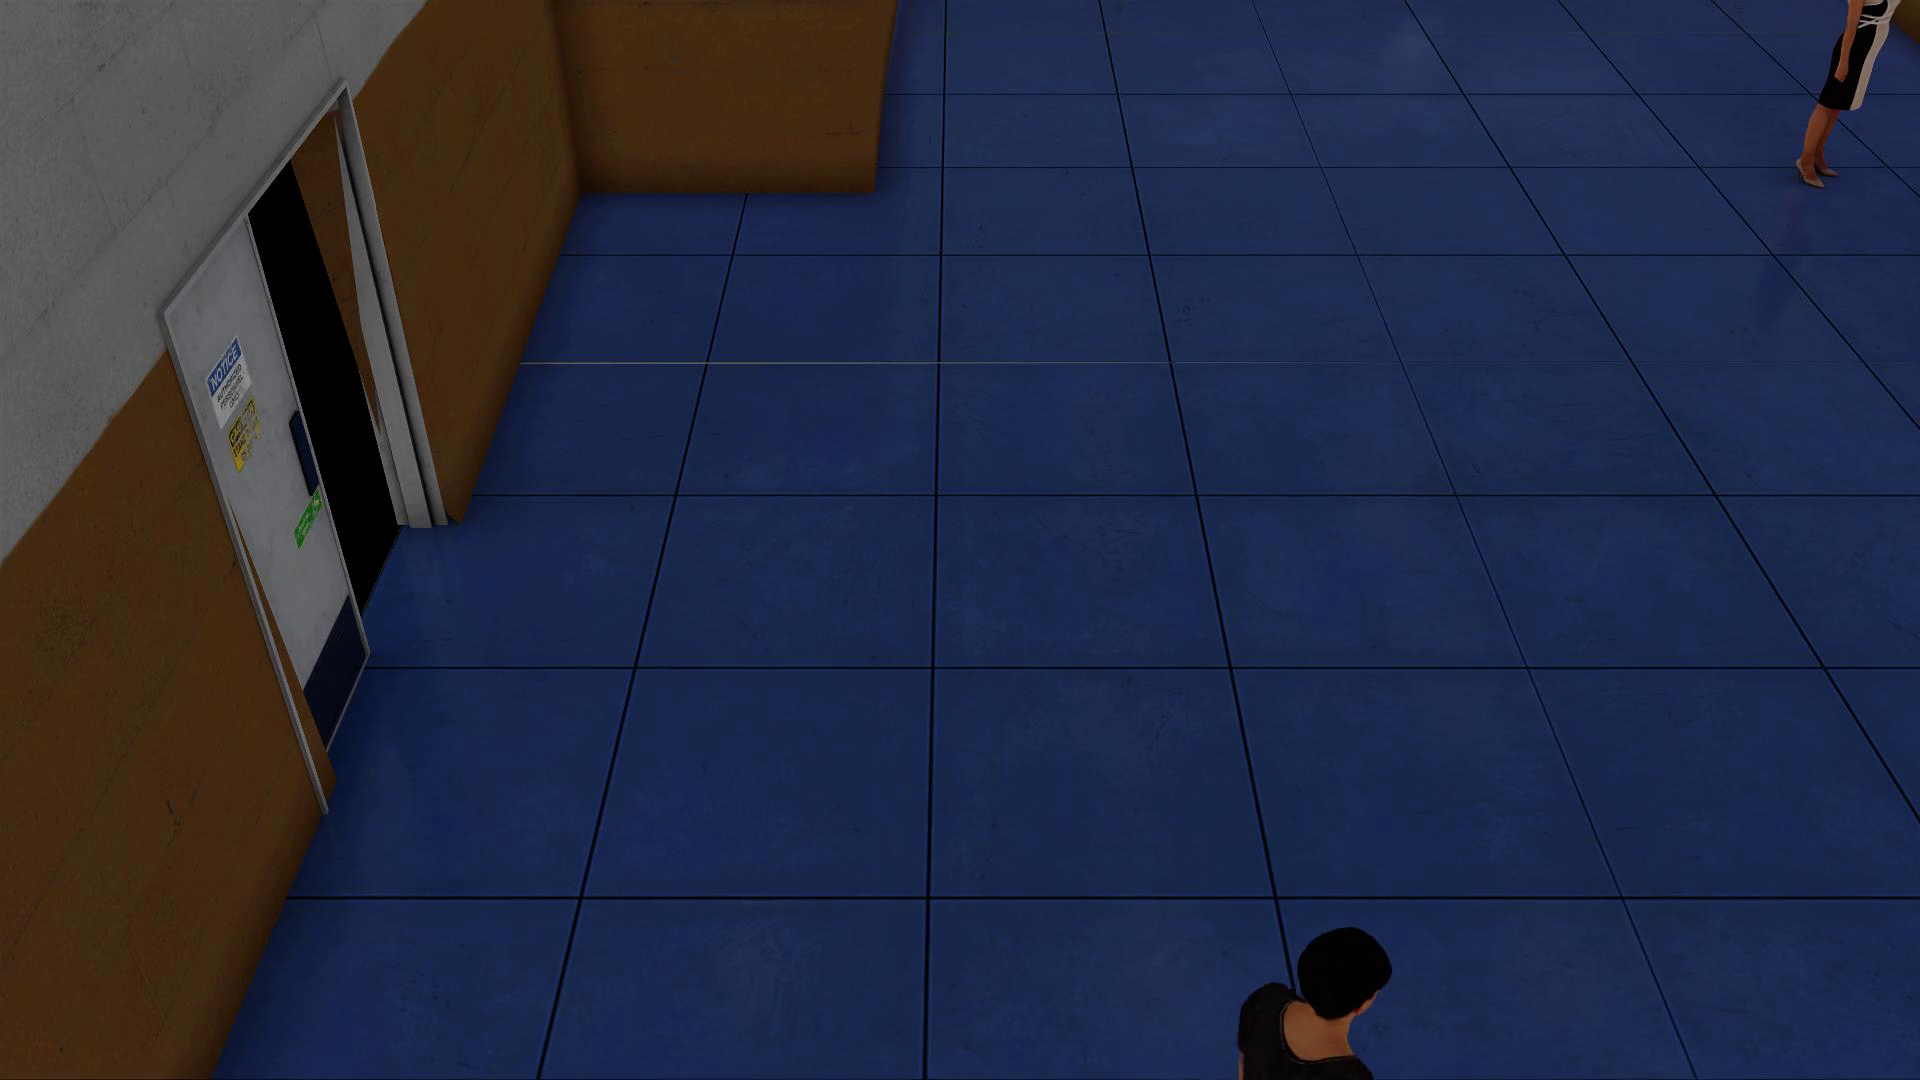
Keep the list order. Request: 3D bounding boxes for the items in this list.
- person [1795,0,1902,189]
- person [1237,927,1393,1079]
[{"bbox_3d":[5.925,-3.235,11.058,0.747,1.756,0.689,31,46,34],"label":"person"},{"bbox_3d":[0.851,1.697,4.548,1.139,1.683,1.007,-23,43,-28],"label":"person"}]
